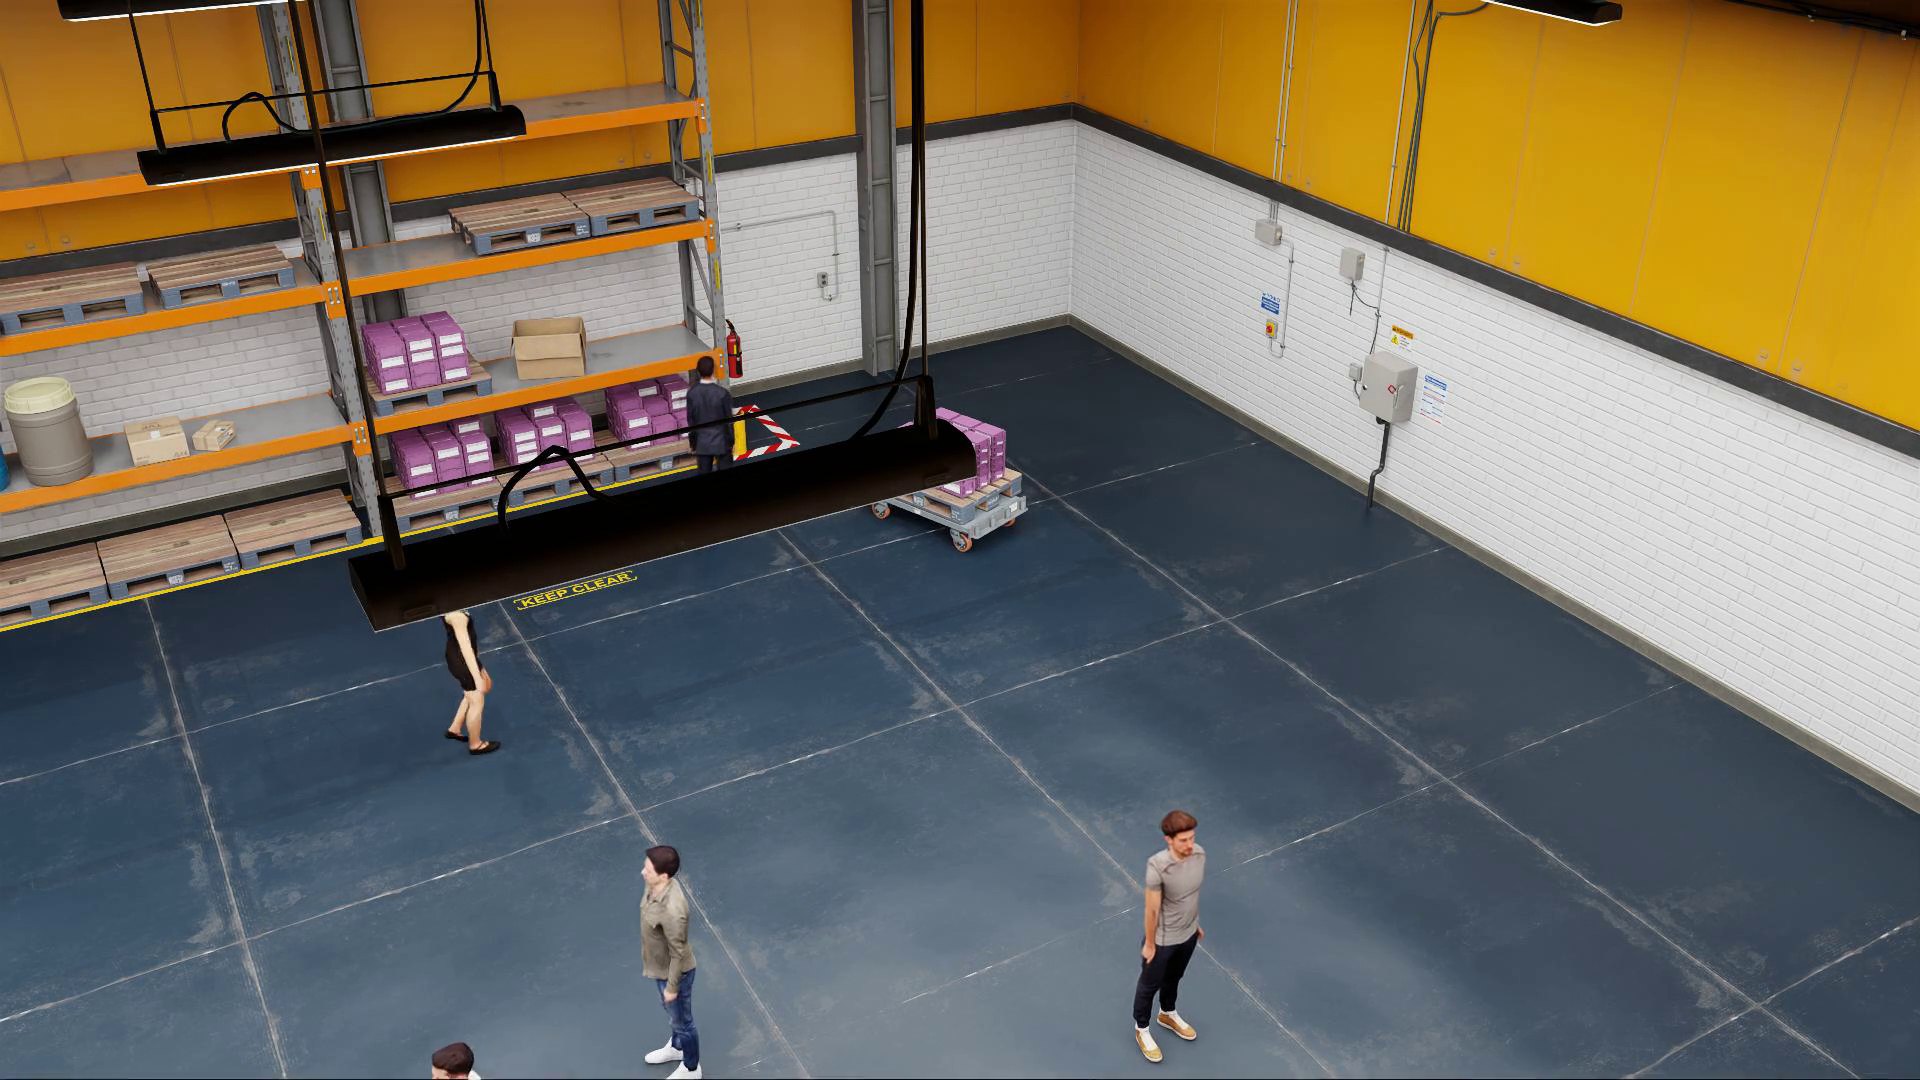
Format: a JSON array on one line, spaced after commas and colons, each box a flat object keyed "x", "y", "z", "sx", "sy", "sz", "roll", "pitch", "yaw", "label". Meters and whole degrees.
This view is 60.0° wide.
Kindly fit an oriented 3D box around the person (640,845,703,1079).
[{"x": -1.834, "y": 2.699, "z": 10.595, "sx": 0.606, "sy": 1.866, "sz": 0.714, "roll": -12, "pitch": 31, "yaw": -21, "label": "person"}]

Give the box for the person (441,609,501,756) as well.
[{"x": -4.179, "y": 1.027, "z": 13.725, "sx": 0.699, "sy": 1.804, "sz": 0.690, "roll": -13, "pitch": 31, "yaw": -23, "label": "person"}]

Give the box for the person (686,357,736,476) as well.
[{"x": -2.583, "y": -1.005, "z": 17.403, "sx": 0.729, "sy": 1.849, "sz": 0.821, "roll": 1, "pitch": 29, "yaw": 1, "label": "person"}]

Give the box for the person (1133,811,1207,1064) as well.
[{"x": 1.374, "y": 2.537, "z": 10.861, "sx": 0.517, "sy": 1.896, "sz": 0.710, "roll": -18, "pitch": 34, "yaw": -30, "label": "person"}]

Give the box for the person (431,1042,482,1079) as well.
[{"x": -2.591, "y": 3.446, "z": 9.259, "sx": 0.819, "sy": 1.834, "sz": 0.676, "roll": -15, "pitch": 32, "yaw": -25, "label": "person"}]
